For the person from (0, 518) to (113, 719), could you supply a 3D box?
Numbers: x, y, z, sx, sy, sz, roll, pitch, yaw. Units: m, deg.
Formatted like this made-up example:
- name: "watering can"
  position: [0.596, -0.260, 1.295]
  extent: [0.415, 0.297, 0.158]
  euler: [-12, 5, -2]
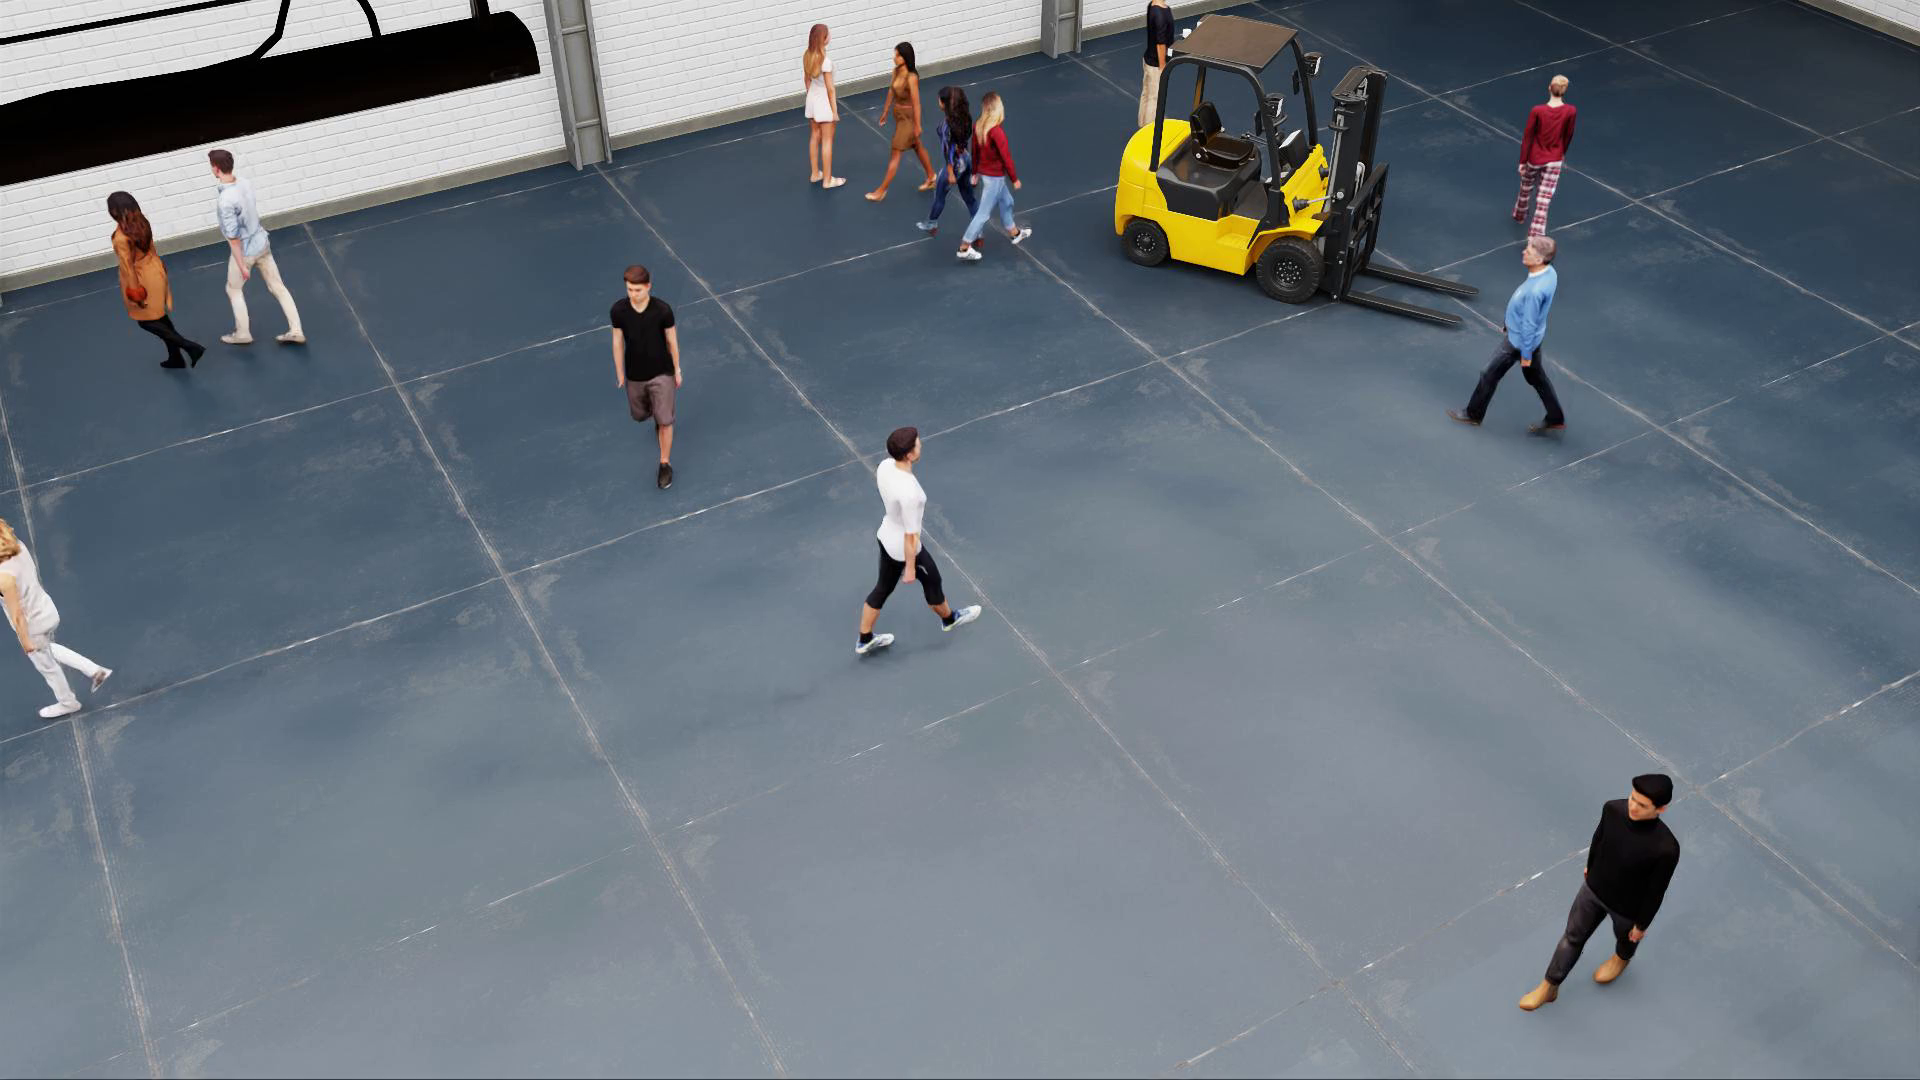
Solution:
- name: "person"
  position: [-5.959, 0.489, 10.824]
  extent: [0.811, 1.661, 0.716]
  euler: [-8, 39, -10]

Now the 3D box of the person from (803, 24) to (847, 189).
- name: "person"
  position: [-1.420, -4.435, 16.962]
  extent: [0.587, 1.695, 0.603]
  euler: [-28, 46, -30]

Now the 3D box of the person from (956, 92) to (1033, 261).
- name: "person"
  position: [0.234, -3.392, 15.749]
  extent: [1.109, 1.579, 0.645]
  euler: [-18, 42, -21]

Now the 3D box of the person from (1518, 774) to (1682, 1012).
- name: "person"
  position: [3.638, 1.890, 9.052]
  extent: [1.058, 1.682, 0.689]
  euler: [-22, 44, -25]

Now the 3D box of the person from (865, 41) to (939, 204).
- name: "person"
  position: [-0.461, -4.198, 16.709]
  extent: [1.092, 1.639, 0.626]
  euler: [-16, 41, -19]

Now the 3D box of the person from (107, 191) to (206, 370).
- name: "person"
  position: [-6.790, -2.146, 14.085]
  extent: [1.008, 1.709, 0.940]
  euler: [7, 39, 8]

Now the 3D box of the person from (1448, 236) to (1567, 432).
- name: "person"
  position: [4.627, -1.609, 13.357]
  extent: [1.126, 1.778, 1.196]
  euler: [18, 42, 21]

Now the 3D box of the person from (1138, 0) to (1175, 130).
- name: "person"
  position: [2.070, -5.073, 17.630]
  extent: [0.667, 1.859, 0.701]
  euler: [-4, 39, -5]

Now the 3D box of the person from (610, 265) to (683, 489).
- name: "person"
  position: [-2.401, -1.359, 12.992]
  extent: [1.105, 1.843, 1.067]
  euler: [1, 39, 1]

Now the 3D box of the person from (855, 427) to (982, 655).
- name: "person"
  position: [-0.470, 0.058, 11.248]
  extent: [1.171, 1.804, 0.732]
  euler: [-18, 42, -22]

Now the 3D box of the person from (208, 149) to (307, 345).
- name: "person"
  position: [-6.064, -2.500, 14.448]
  extent: [1.091, 1.808, 0.993]
  euler: [5, 39, 6]

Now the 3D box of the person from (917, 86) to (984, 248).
- name: "person"
  position: [0.028, -3.539, 15.932]
  extent: [0.973, 1.580, 1.010]
  euler: [19, 42, 22]

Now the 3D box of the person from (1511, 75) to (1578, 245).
- name: "person"
  position: [5.620, -3.609, 15.958]
  extent: [1.078, 1.657, 1.117]
  euler: [8, 39, 10]
